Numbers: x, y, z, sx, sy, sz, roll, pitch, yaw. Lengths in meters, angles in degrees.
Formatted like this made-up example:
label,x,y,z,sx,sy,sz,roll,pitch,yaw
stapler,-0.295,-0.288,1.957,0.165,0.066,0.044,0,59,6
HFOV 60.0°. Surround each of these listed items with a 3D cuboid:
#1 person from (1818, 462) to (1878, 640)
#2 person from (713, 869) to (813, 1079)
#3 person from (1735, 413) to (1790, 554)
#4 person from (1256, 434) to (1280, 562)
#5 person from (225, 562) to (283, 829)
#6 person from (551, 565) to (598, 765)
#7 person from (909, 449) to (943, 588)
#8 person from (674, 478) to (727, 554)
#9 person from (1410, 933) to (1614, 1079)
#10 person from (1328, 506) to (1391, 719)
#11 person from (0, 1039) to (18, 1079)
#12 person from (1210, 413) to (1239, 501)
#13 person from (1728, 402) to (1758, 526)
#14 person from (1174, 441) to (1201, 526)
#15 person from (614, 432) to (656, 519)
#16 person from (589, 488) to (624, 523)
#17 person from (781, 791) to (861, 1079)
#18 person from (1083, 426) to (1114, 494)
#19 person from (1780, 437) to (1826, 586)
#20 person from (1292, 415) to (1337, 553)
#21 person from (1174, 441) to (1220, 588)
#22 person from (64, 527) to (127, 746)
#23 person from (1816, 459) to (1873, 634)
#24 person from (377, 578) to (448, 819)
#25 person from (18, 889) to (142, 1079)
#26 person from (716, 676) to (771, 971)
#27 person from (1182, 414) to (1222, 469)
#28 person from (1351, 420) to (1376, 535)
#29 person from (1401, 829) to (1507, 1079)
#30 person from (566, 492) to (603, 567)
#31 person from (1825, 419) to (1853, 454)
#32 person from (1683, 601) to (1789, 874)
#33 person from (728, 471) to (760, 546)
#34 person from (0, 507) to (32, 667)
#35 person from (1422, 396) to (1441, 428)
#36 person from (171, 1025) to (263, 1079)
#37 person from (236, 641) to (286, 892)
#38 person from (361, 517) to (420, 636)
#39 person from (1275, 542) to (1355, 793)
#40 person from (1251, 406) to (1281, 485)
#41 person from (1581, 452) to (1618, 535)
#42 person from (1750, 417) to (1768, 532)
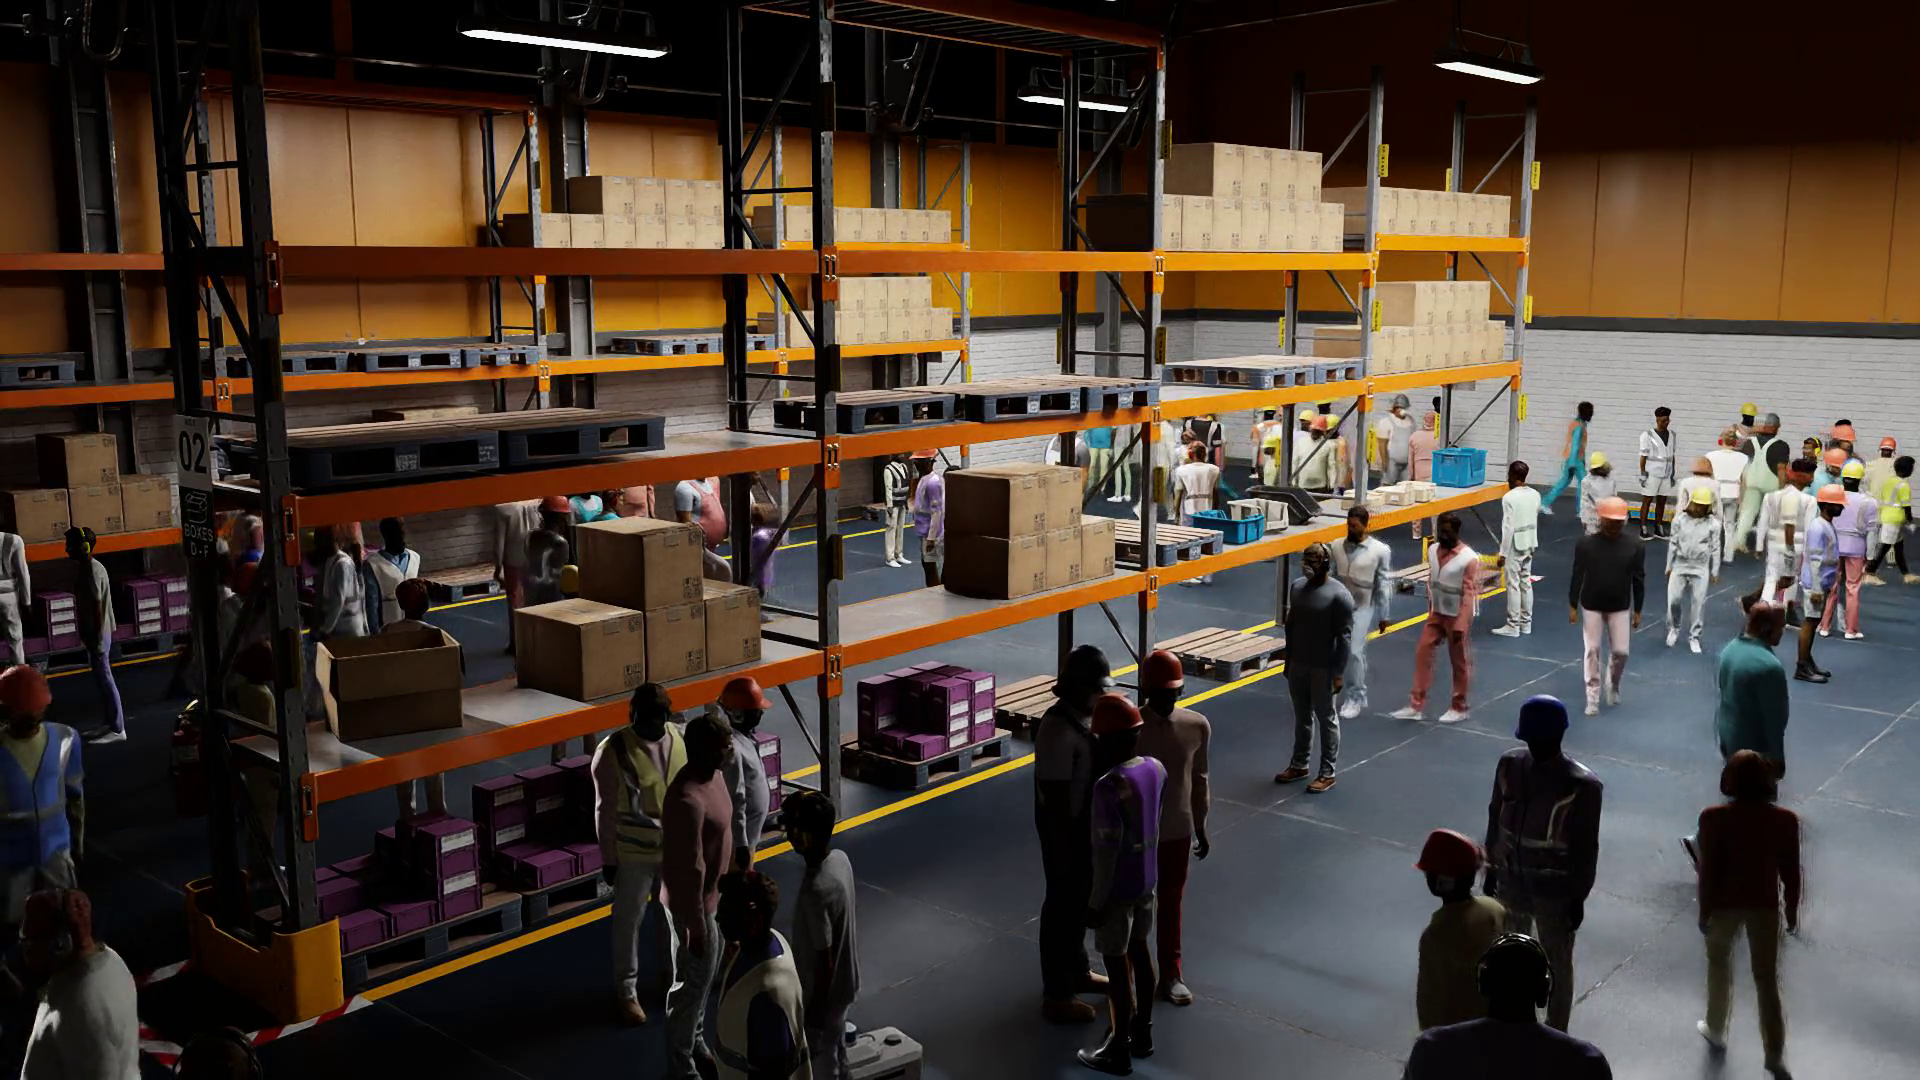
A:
label,x,y,z,sx,sy,sz,roll,pitch,yaw
person,9.546,0.116,17.930,0.587,1.927,0.368,8,12,40
person,-0.738,2.117,6.228,0.390,1.846,0.565,-2,10,-13
person,11.156,-0.806,23.097,1.024,2.000,0.694,-7,12,-37
person,4.185,-0.562,22.497,0.373,1.755,0.541,-1,10,-4
person,-5.152,1.120,12.002,0.560,1.912,0.829,7,12,34
person,-2.980,1.052,12.849,0.523,1.760,0.325,-2,10,-12
person,-0.393,-0.102,18.889,0.380,2.040,0.615,-2,10,-11
person,-2.855,-0.027,18.448,0.536,2.000,0.688,2,10,13
person,1.766,2.206,5.417,0.627,1.940,0.372,2,10,13
person,3.478,0.640,14.895,0.752,1.891,0.609,-8,12,-39
person,-2.931,2.344,4.683,0.715,1.918,0.429,-4,10,-20
person,4.080,-1.248,26.408,0.729,1.813,0.562,-6,11,-32
person,12.071,-1.166,25.634,0.596,1.917,0.417,-3,10,-16
person,3.051,-0.414,21.606,0.562,1.753,0.327,8,13,41
person,-4.036,-0.349,20.503,0.616,1.993,0.395,-6,11,-34
person,-3.524,0.366,16.703,0.394,1.838,0.563,-8,13,-41
person,-0.597,1.967,7.075,0.335,1.865,0.519,1,10,7
person,2.447,-1.673,29.170,0.580,1.740,0.349,2,10,10
person,10.672,-0.361,20.948,0.328,1.873,0.520,-2,10,-14
person,4.880,-0.752,23.034,0.639,1.958,0.536,4,10,22
person,2.966,-0.313,20.776,0.578,1.835,0.392,-1,10,-8
person,-7.321,0.800,14.065,0.328,1.861,0.506,-7,12,-34
person,9.638,0.072,18.138,0.615,1.943,0.409,-1,10,-4
person,-3.765,1.195,11.619,0.575,1.885,0.355,4,10,21
person,-3.167,2.145,6.057,1.038,1.852,0.663,-3,10,-19
person,-1.220,1.627,9.423,0.327,1.752,0.563,-1,10,-4
person,3.676,-1.165,25.301,0.608,2.029,0.407,3,10,18
person,5.924,-0.897,24.462,0.326,1.767,0.533,3,10,17
person,2.055,2.047,7.015,0.578,1.719,0.706,-8,12,-38
person,-4.031,0.151,17.966,0.327,1.843,0.516,6,11,32
person,13.294,-0.981,25.162,0.321,1.697,0.530,-2,10,-11
person,5.140,1.317,10.882,0.660,1.884,0.657,1,10,4
person,-2.395,0.046,18.514,0.365,1.875,0.576,-2,10,-10
person,-8.888,0.570,15.345,0.584,1.883,0.337,-3,10,-15
person,8.443,-1.710,29.532,0.532,1.692,0.319,-2,10,-14
person,-2.070,2.314,4.773,0.635,1.938,0.361,-3,10,-15
person,-4.524,1.460,10.810,0.269,1.628,0.501,-8,12,-38
person,-4.839,0.737,14.252,0.387,1.919,0.594,5,11,26
person,2.732,0.969,12.804,0.372,1.940,0.627,-7,12,-35
person,4.804,-1.220,25.908,0.591,1.926,0.387,-2,10,-13
person,8.063,-0.278,20.952,0.567,1.700,0.438,-2,10,-10
person,12.104,-0.986,25.094,0.322,1.738,0.485,6,11,30
